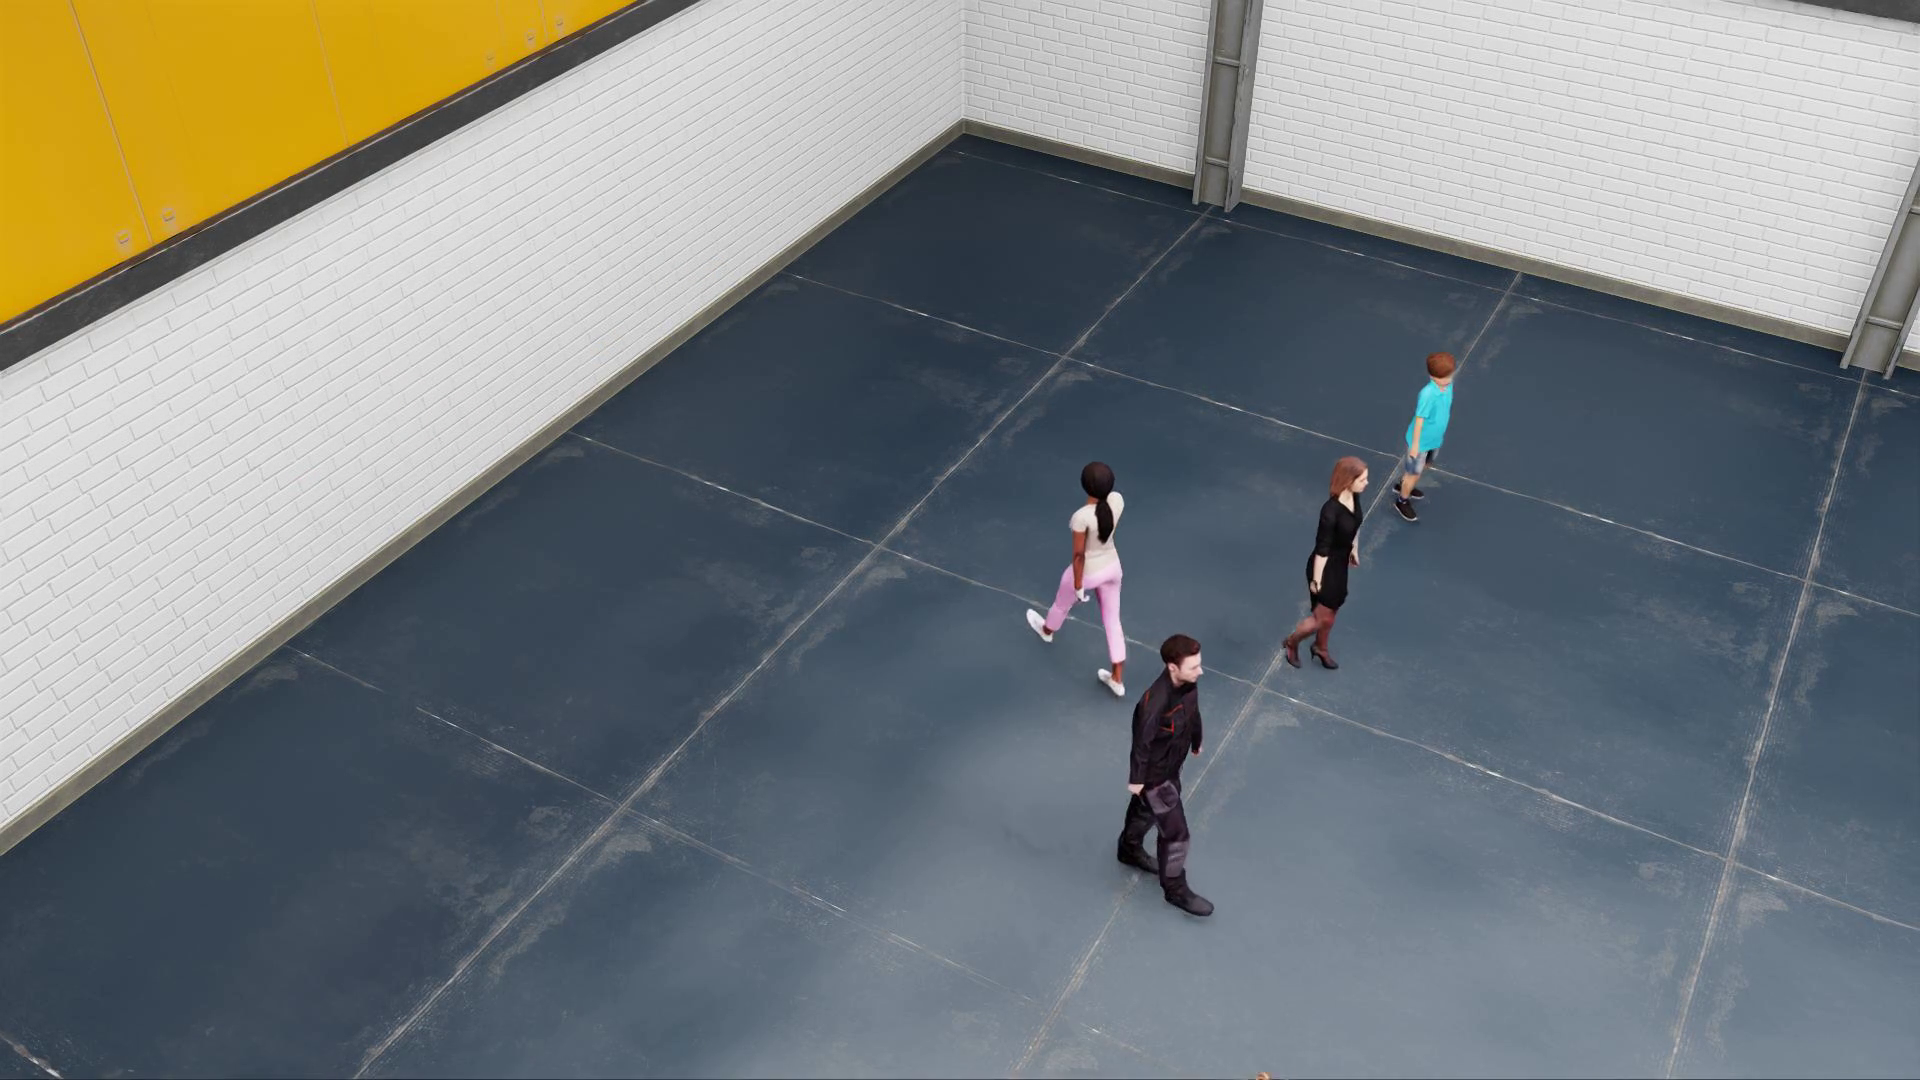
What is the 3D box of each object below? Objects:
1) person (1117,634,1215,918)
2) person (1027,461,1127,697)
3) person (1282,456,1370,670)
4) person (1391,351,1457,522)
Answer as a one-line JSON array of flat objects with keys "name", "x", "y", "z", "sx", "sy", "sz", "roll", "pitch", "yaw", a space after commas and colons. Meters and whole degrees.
[{"name": "person", "x": 1.051, "y": 1.229, "z": 9.276, "sx": 0.900, "sy": 1.890, "sz": 0.696, "roll": 19, "pitch": 42, "yaw": 22}, {"name": "person", "x": 0.920, "y": 0.274, "z": 10.627, "sx": 0.930, "sy": 1.697, "sz": 1.198, "roll": -22, "pitch": 43, "yaw": -25}, {"name": "person", "x": 2.339, "y": 0.161, "z": 10.768, "sx": 0.601, "sy": 1.698, "sz": 0.644, "roll": 24, "pitch": 44, "yaw": 27}, {"name": "person", "x": 3.406, "y": -0.795, "z": 12.179, "sx": 0.688, "sy": 1.432, "sz": 0.663, "roll": 26, "pitch": 46, "yaw": 29}]
